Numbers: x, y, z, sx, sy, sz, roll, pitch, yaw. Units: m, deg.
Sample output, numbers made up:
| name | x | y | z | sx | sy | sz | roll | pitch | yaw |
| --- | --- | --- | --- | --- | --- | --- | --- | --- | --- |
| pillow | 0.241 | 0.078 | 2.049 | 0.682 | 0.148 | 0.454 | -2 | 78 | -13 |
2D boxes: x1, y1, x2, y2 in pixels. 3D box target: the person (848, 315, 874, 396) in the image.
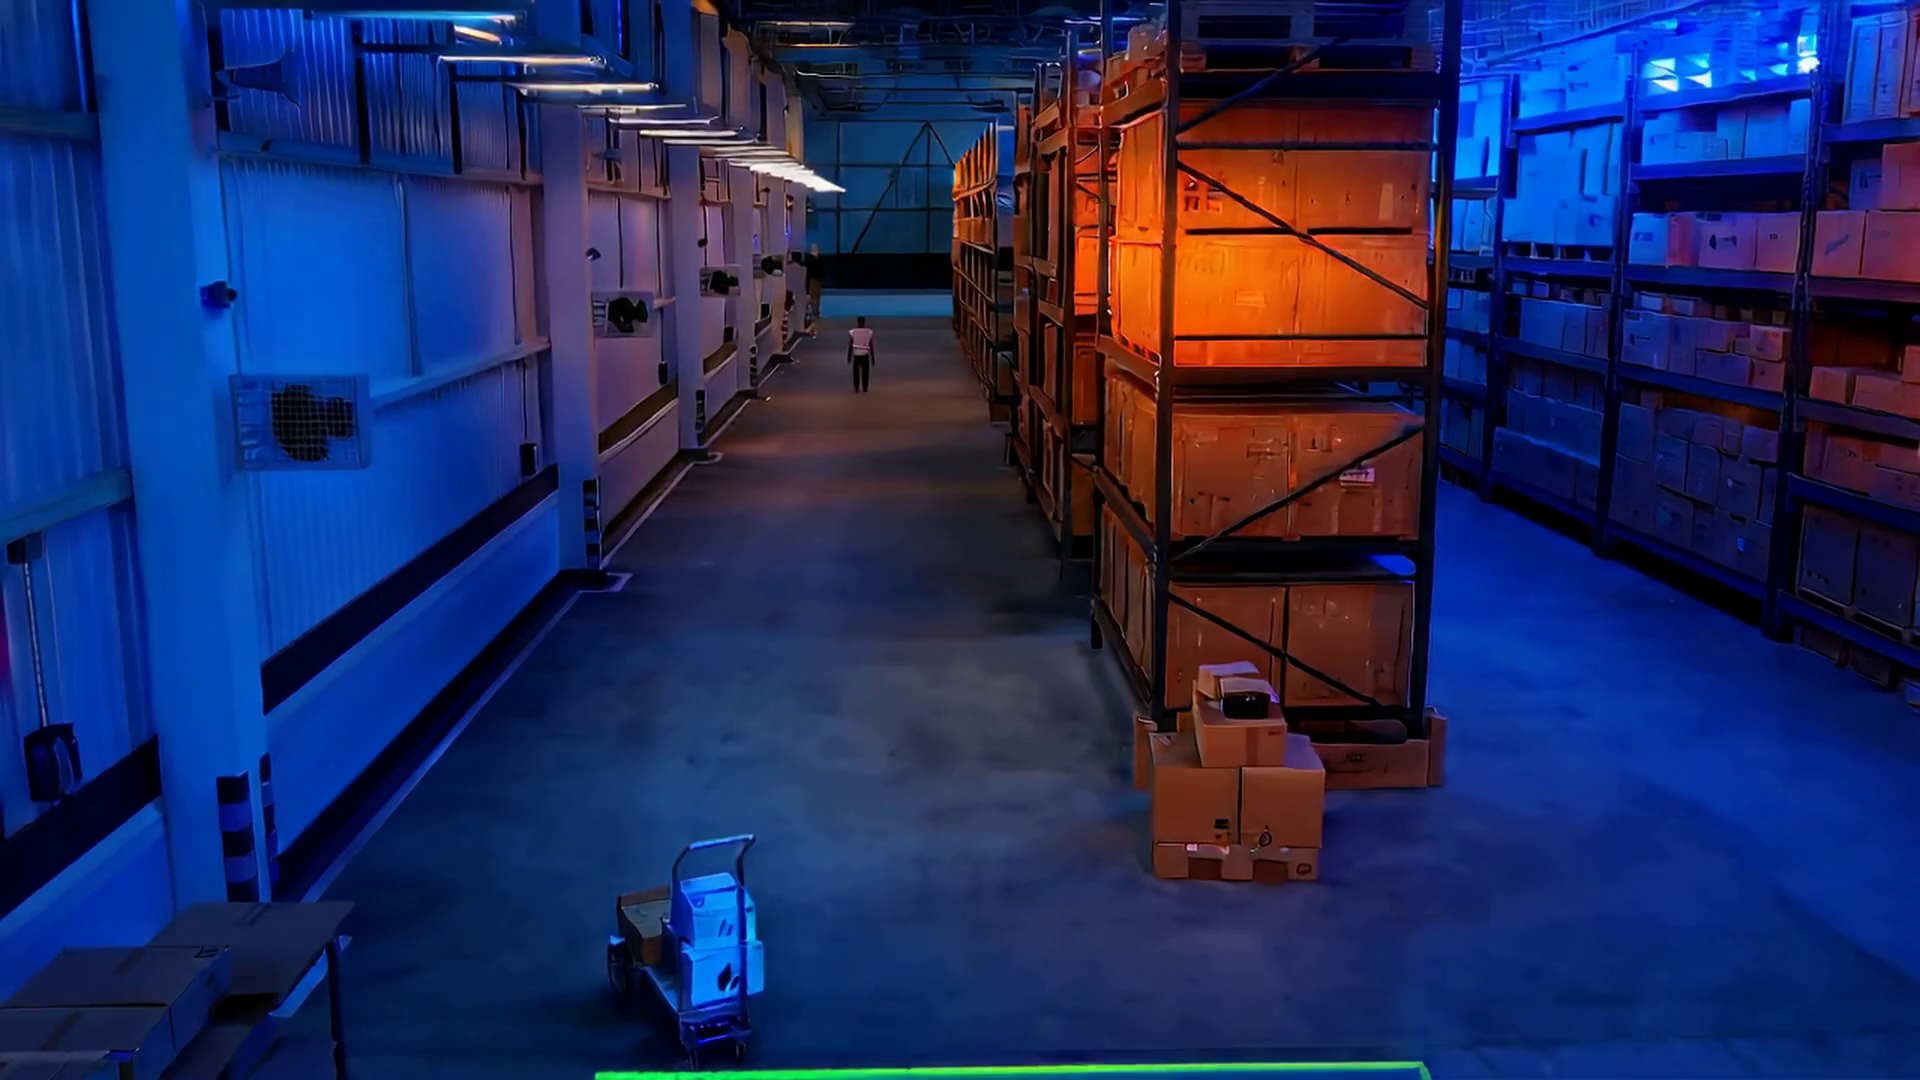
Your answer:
| name | x | y | z | sx | sy | sz | roll | pitch | yaw |
| --- | --- | --- | --- | --- | --- | --- | --- | --- | --- |
| person | -2.322 | -4.328 | 39.017 | 0.620 | 1.861 | 1.019 | -2 | 11 | -10 |
